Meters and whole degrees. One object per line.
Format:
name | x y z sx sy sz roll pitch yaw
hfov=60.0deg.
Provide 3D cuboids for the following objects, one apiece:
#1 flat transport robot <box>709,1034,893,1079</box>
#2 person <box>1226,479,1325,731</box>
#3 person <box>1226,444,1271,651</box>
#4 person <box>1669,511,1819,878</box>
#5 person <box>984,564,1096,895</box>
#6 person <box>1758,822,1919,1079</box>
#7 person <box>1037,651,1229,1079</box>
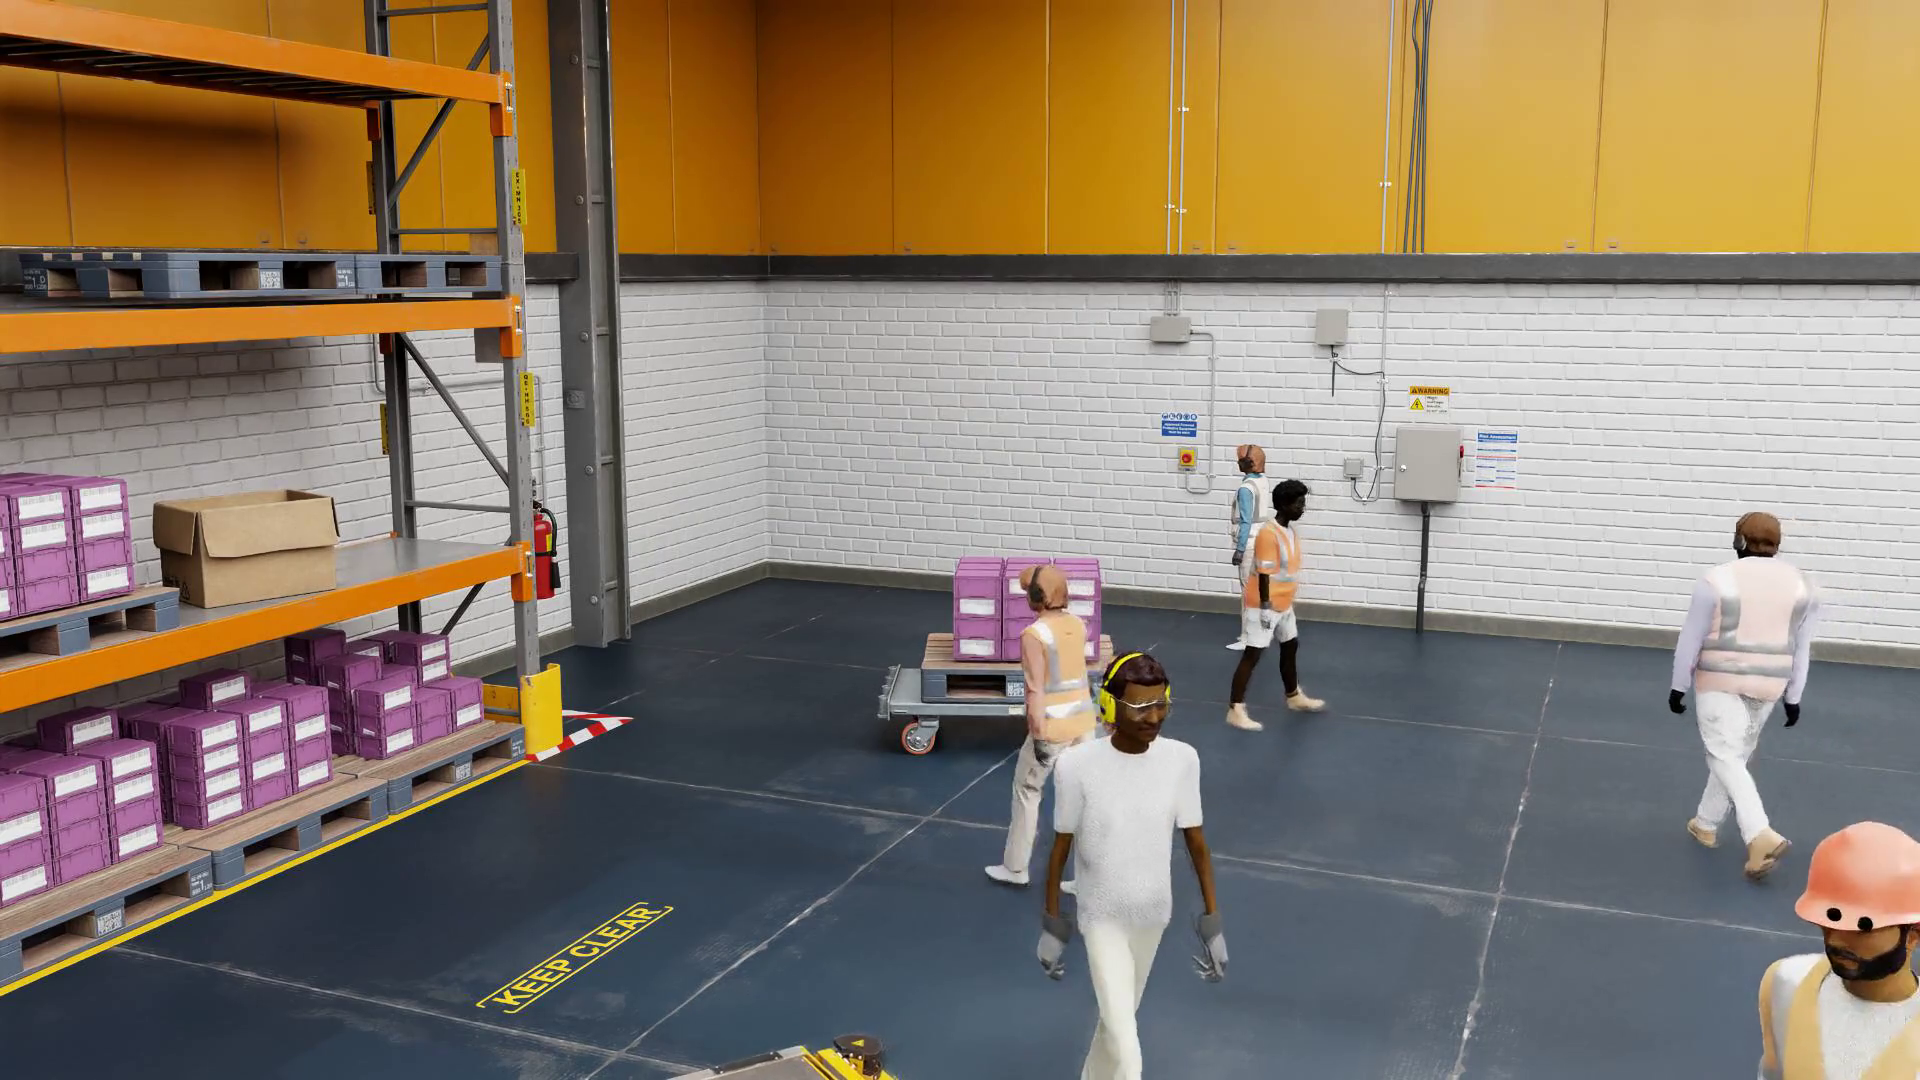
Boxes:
flat transport robot | -0.797 1.999 5.522 1.431 0.197 0.652 -5 11 -30
person | 2.104 0.405 10.999 0.442 1.667 0.691 6 11 32
person | 2.294 0.058 13.140 0.311 1.642 0.513 5 11 27
person | 3.987 0.765 8.409 0.666 1.803 0.871 0 9 0
person | 0.420 0.915 8.036 0.702 1.598 0.511 9 13 42
person | 1.957 1.509 3.563 0.890 1.908 0.552 -6 11 -32
person | 0.585 1.257 5.334 0.560 1.815 0.977 -4 10 -21
